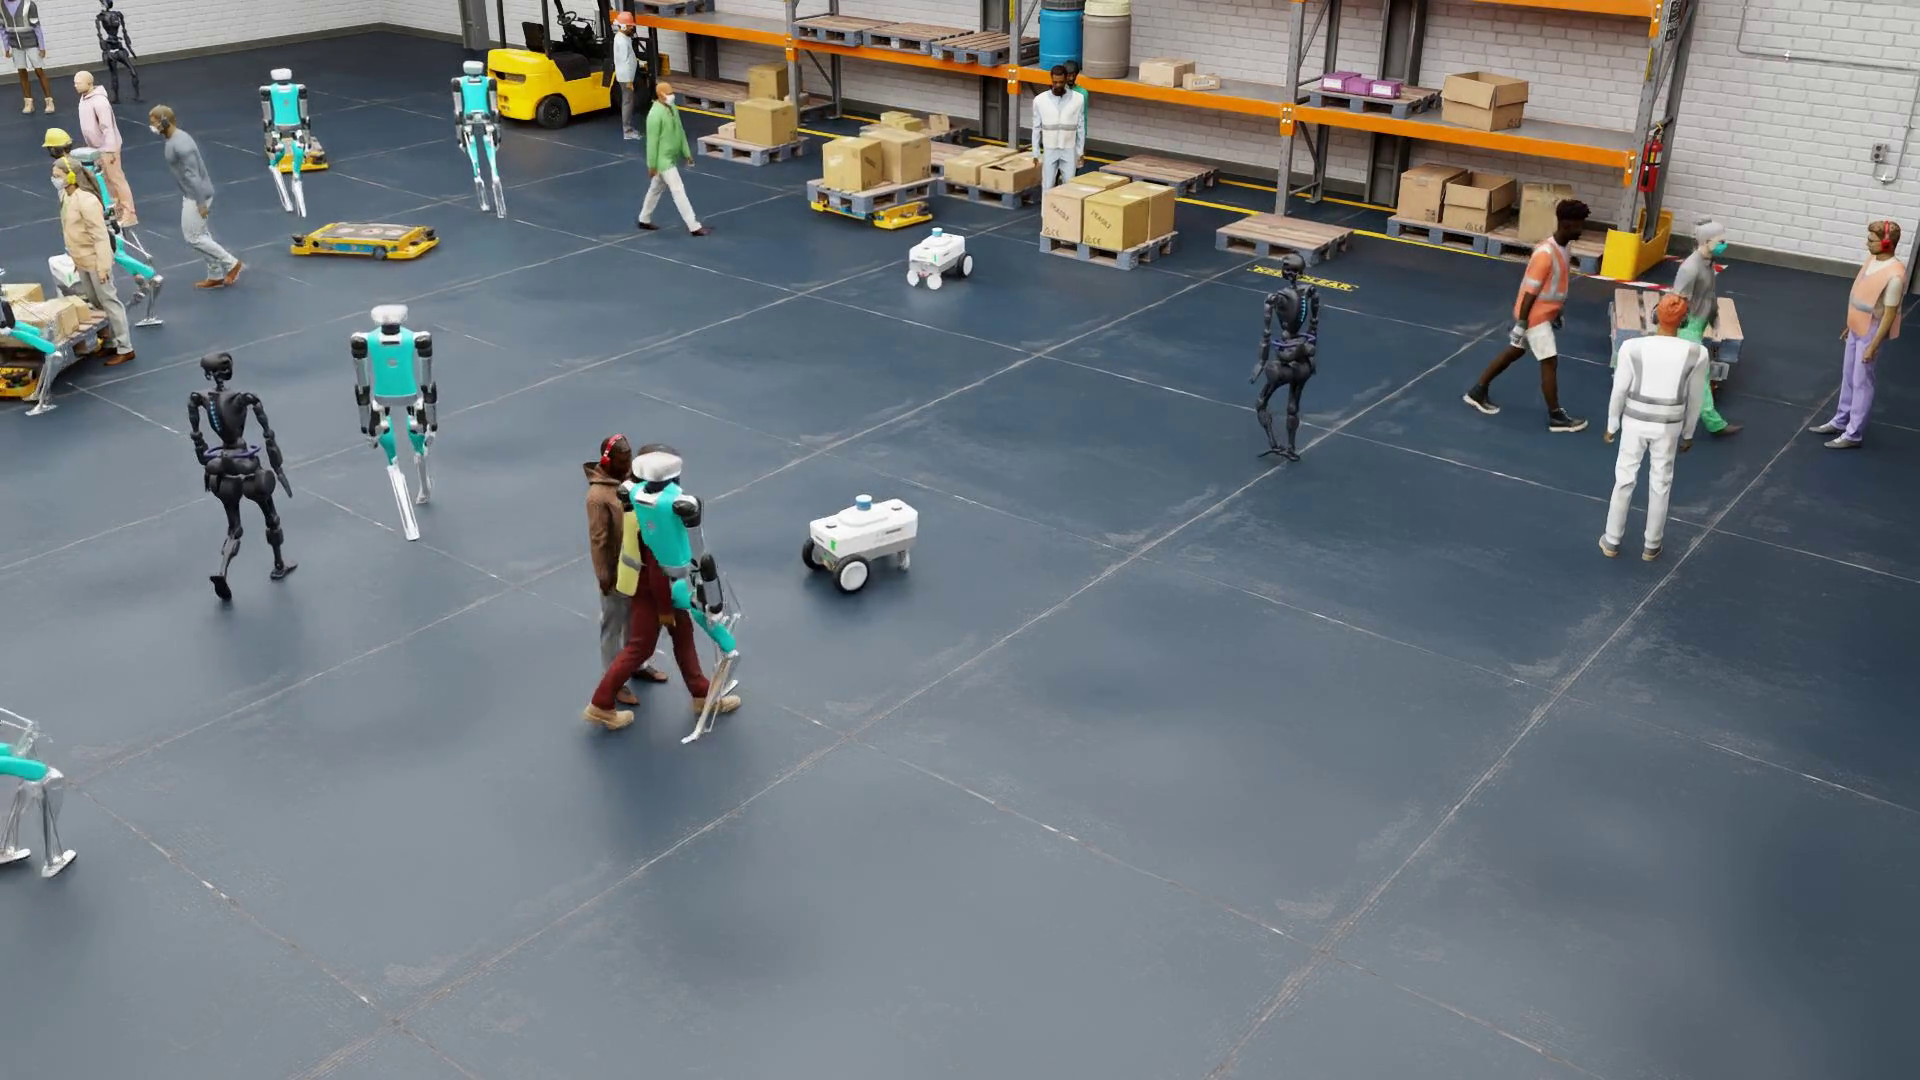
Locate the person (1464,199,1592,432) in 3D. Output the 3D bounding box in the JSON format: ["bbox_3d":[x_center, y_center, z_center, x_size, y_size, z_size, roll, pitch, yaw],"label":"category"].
[{"bbox_3d":[4.687,-1.852,13.526,1.026,1.910,0.608,14,29,26],"label":"person"}]

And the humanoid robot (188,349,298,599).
[{"bbox_3d":[-4.730,-0.432,10.861,0.613,1.630,0.646,3,26,6],"label":"humanoid robot"}]

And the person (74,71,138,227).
[{"bbox_3d":[-9.855,-4.510,19.182,0.526,1.775,0.408,19,32,34],"label":"person"}]

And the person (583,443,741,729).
[{"bbox_3d":[-1.752,0.265,9.342,0.888,1.735,0.473,-4,26,-8],"label":"person"}]

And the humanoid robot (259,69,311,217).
[{"bbox_3d":[-7.951,-4.668,19.598,0.551,1.796,0.839,-17,30,-31],"label":"humanoid robot"}]

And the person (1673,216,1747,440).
[{"bbox_3d":[5.941,-1.709,13.362,0.985,1.787,0.525,16,30,30],"label":"person"}]

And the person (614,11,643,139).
[{"bbox_3d":[-4.673,-6.545,23.431,0.352,1.742,0.572,-6,26,-12],"label":"person"}]

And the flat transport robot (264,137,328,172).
[{"bbox_3d":[-8.909,-5.172,22.281,0.659,0.231,1.431,-12,28,-23],"label":"flat transport robot"}]

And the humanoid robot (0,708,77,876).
[{"bbox_3d":[-4.721,0.873,8.072,0.786,1.786,0.542,-23,34,-39],"label":"humanoid robot"}]

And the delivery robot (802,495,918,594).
[{"bbox_3d":[-0.666,-0.006,11.254,0.767,0.595,0.500,-16,30,-30],"label":"delivery robot"}]

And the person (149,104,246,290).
[{"bbox_3d":[-7.744,-3.452,16.841,0.549,1.906,0.650,-14,29,-26],"label":"person"}]

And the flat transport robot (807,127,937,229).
[{"bbox_3d":[-1.053,-3.961,19.774,1.431,0.231,0.659,23,34,39],"label":"flat transport robot"}]

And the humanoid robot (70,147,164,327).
[{"bbox_3d":[-7.876,-2.815,15.750,0.808,1.790,0.535,-4,26,-9],"label":"humanoid robot"}]

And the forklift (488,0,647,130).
[{"bbox_3d":[-5.874,-7.334,24.552,1.214,2.155,2.313,19,32,34],"label":"forklift"}]

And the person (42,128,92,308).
[{"bbox_3d":[-8.717,-3.174,16.421,0.324,1.766,0.532,-6,26,-13],"label":"person"}]

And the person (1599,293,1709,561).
[{"bbox_3d":[4.686,-0.756,11.283,0.572,1.883,0.356,9,27,18],"label":"person"}]

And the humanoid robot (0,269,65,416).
[{"bbox_3d":[-7.796,-1.902,13.805,0.757,1.761,0.530,-16,30,-29],"label":"humanoid robot"}]

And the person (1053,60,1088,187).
[{"bbox_3d":[1.238,-4.648,19.382,0.492,1.848,0.397,-5,26,-10],"label":"person"}]

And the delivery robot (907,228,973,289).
[{"bbox_3d":[-0.238,-2.964,17.367,0.521,0.583,0.752,12,28,23],"label":"delivery robot"}]

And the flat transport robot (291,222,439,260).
[{"bbox_3d":[-6.593,-3.315,18.435,1.431,0.231,0.659,4,26,8],"label":"flat transport robot"}]

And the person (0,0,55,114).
[{"bbox_3d":[-14.030,-7.414,24.907,0.601,2.034,0.414,-3,26,-6],"label":"person"}]

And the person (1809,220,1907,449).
[{"bbox_3d":[7.149,-1.610,13.101,0.388,1.837,0.564,3,26,7],"label":"person"}]

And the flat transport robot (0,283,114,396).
[{"bbox_3d":[-8.324,-1.618,14.922,0.659,0.231,1.431,2,26,4],"label":"flat transport robot"}]

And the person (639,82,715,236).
[{"bbox_3d":[-3.299,-4.313,18.842,0.995,1.727,0.523,6,26,12],"label":"person"}]

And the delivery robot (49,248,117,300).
[{"bbox_3d":[-8.847,-2.626,16.697,0.499,0.610,0.793,-21,33,-36],"label":"delivery robot"}]

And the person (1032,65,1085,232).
[{"bbox_3d":[1.109,-4.419,18.844,0.597,1.908,0.399,-1,26,-3],"label":"person"}]

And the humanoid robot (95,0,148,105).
[{"bbox_3d":[-12.956,-7.535,25.561,0.517,1.642,0.590,9,27,18],"label":"humanoid robot"}]

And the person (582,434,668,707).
[{"bbox_3d":[-1.972,0.150,9.670,0.337,1.648,0.454,12,28,24],"label":"person"}]

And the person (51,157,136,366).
[{"bbox_3d":[-7.765,-2.502,14.907,0.555,1.875,0.392,20,32,36],"label":"person"}]

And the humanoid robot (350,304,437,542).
[{"bbox_3d":[-3.946,-0.908,11.793,0.569,1.778,0.953,-7,27,-13],"label":"humanoid robot"}]

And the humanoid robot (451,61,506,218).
[{"bbox_3d":[-5.631,-4.632,19.598,0.548,1.901,0.716,-9,27,-18],"label":"humanoid robot"}]

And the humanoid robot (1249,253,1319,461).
[{"bbox_3d":[2.536,-1.412,12.872,0.595,1.645,0.335,-14,29,-27],"label":"humanoid robot"}]

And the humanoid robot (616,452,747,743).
[{"bbox_3d":[-1.434,0.246,9.399,0.544,1.775,0.879,16,30,30],"label":"humanoid robot"}]
